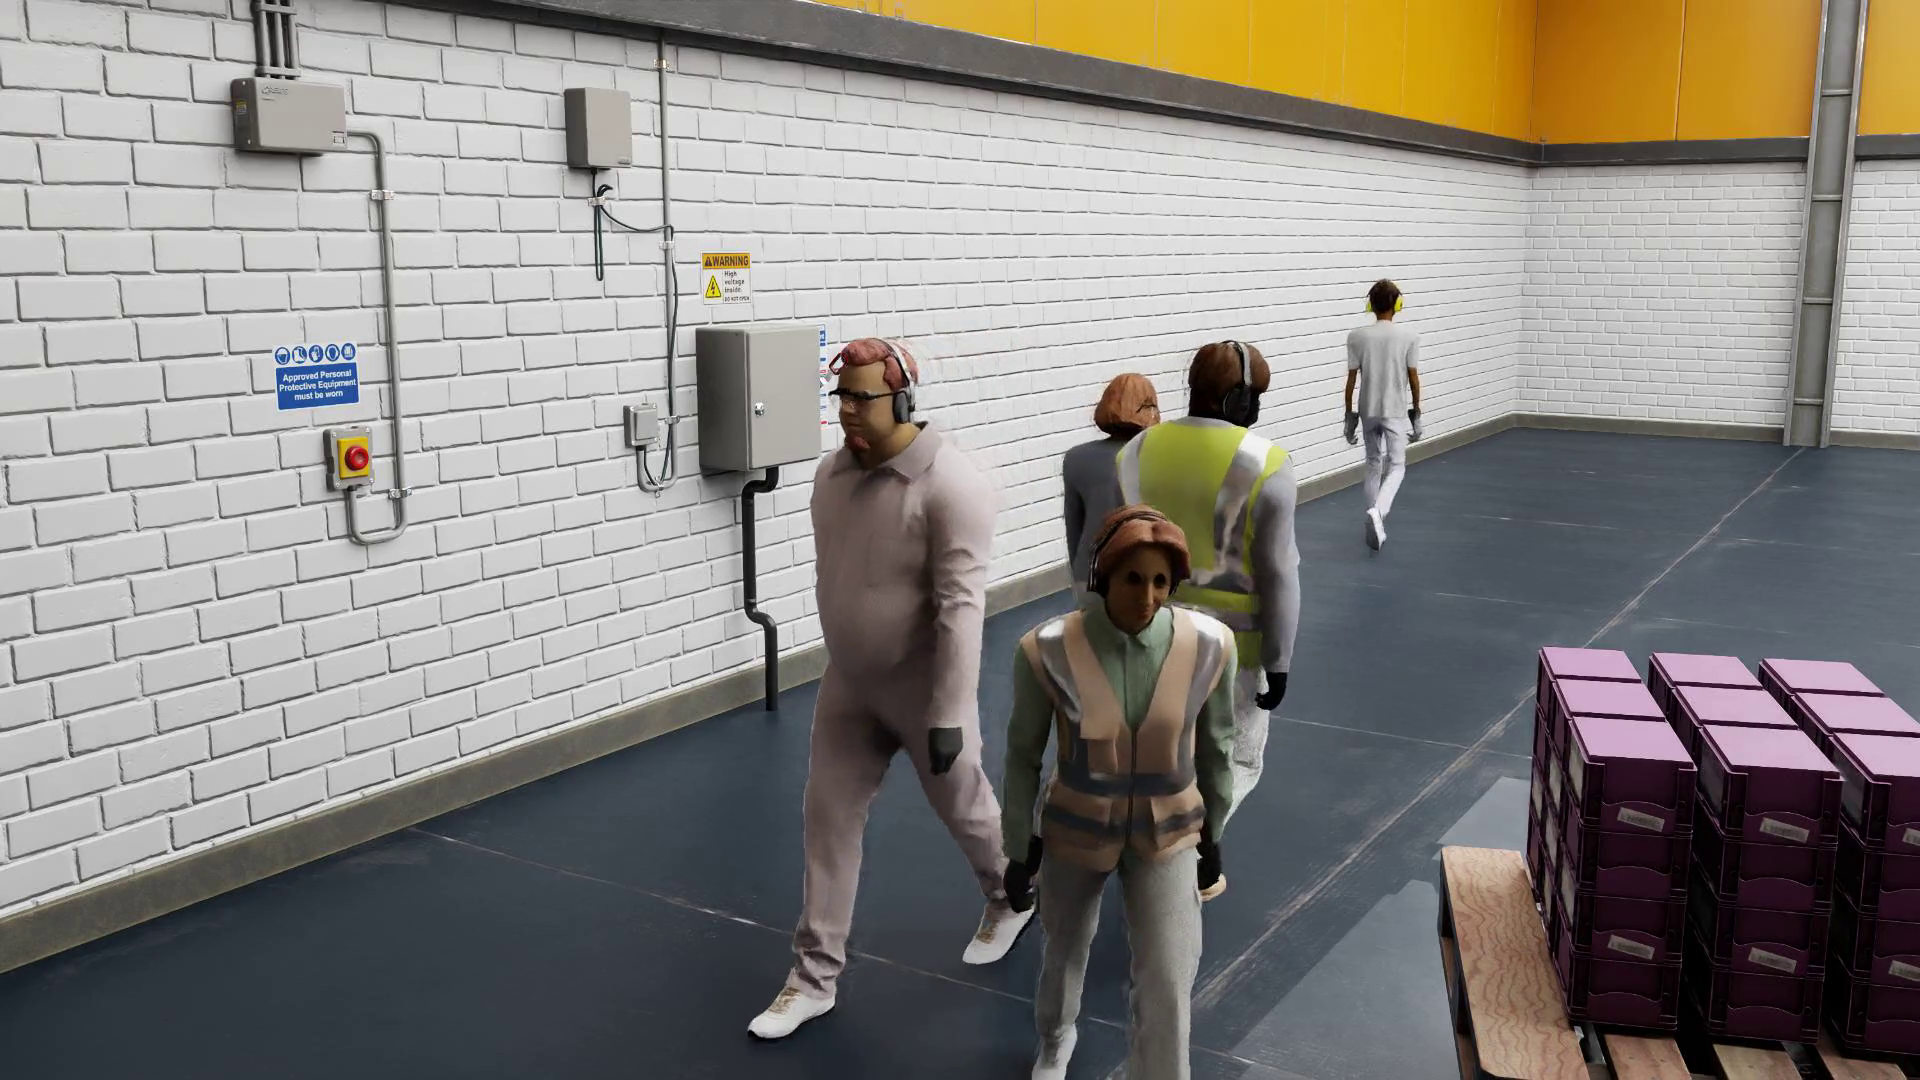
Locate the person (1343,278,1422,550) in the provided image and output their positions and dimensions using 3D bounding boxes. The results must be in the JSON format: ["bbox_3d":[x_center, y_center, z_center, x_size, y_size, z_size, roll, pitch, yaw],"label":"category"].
[{"bbox_3d":[2.848,-0.841,11.258,0.521,1.847,0.713,6,12,28],"label":"person"}]

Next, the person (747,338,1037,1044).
[{"bbox_3d":[-0.143,0.367,4.571,0.648,1.861,1.013,9,13,40],"label":"person"}]

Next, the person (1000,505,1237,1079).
[{"bbox_3d":[0.345,0.669,3.728,0.529,1.548,1.013,0,10,-3],"label":"person"}]

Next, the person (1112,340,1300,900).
[{"bbox_3d":[0.687,0.318,4.957,0.642,1.820,0.673,9,13,40],"label":"person"}]

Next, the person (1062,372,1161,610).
[{"bbox_3d":[0.586,0.183,6.241,0.500,1.614,0.430,5,11,27],"label":"person"}]
